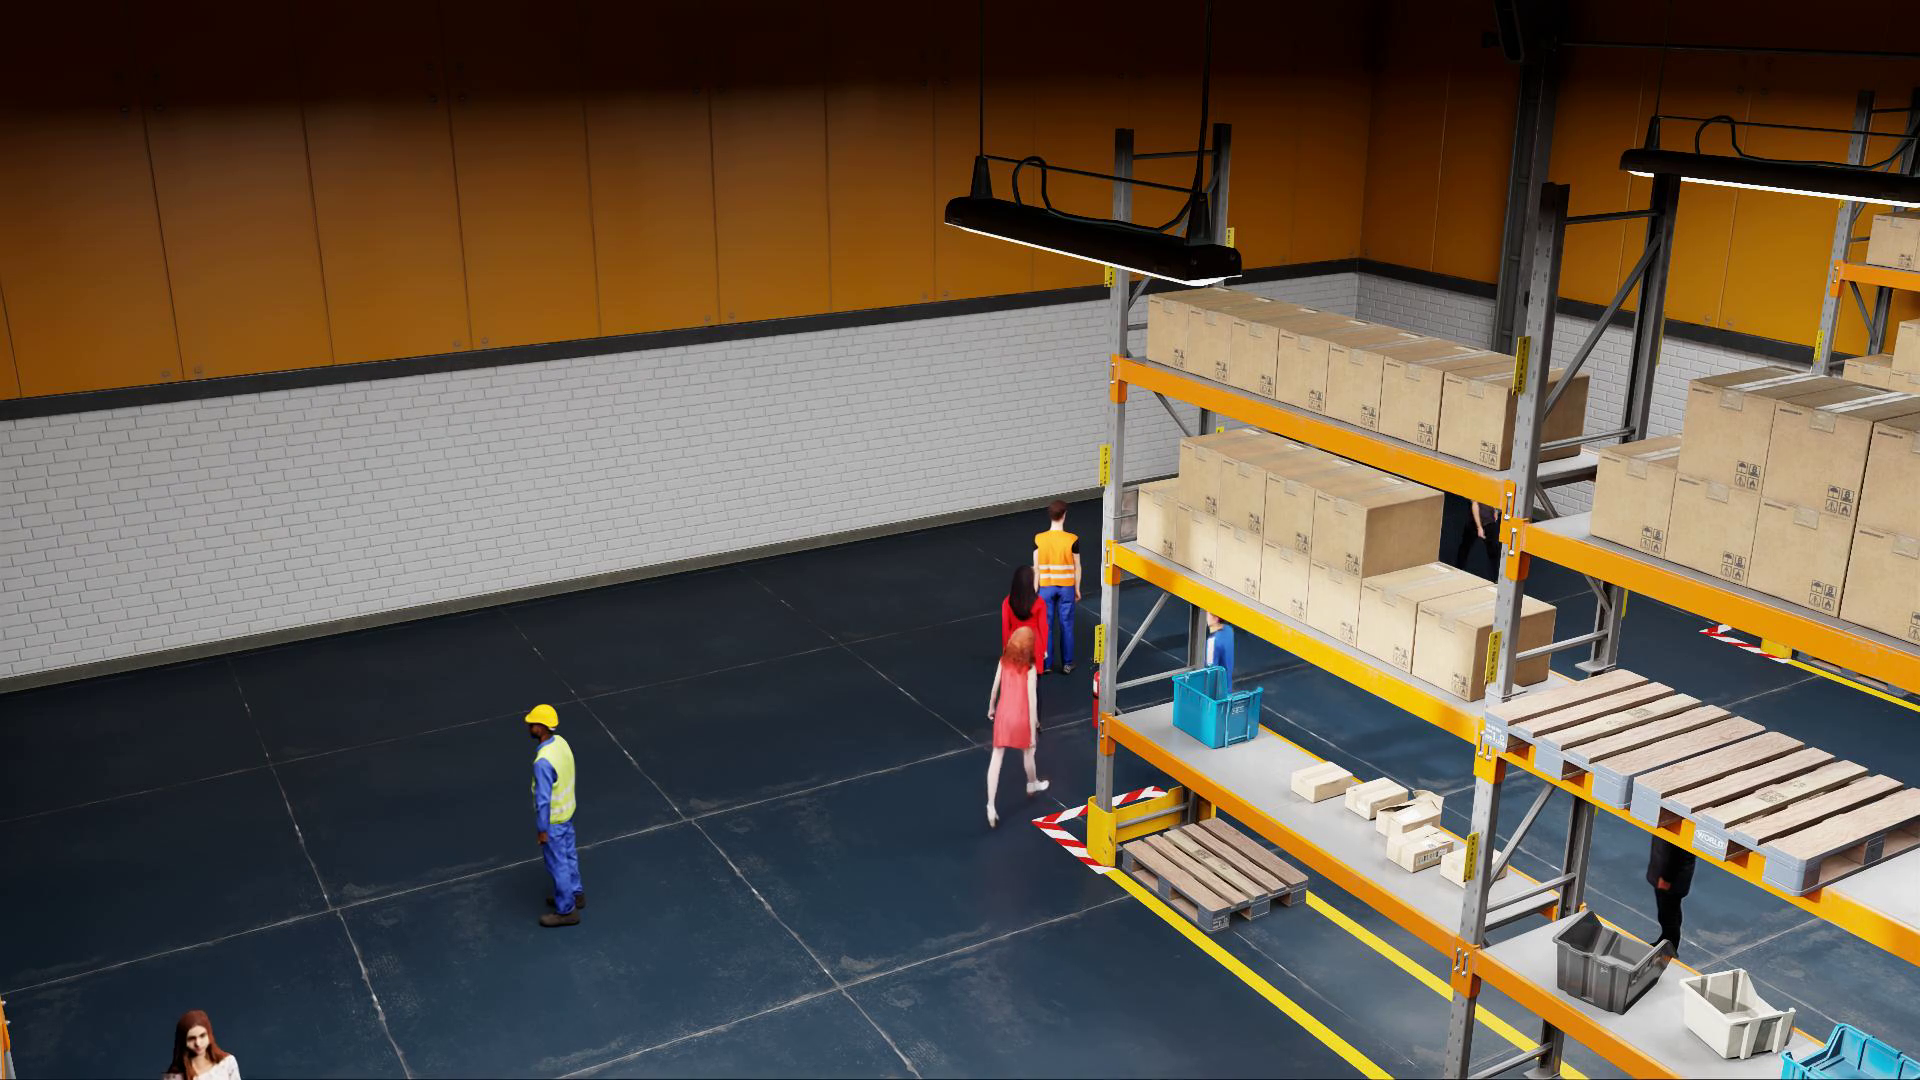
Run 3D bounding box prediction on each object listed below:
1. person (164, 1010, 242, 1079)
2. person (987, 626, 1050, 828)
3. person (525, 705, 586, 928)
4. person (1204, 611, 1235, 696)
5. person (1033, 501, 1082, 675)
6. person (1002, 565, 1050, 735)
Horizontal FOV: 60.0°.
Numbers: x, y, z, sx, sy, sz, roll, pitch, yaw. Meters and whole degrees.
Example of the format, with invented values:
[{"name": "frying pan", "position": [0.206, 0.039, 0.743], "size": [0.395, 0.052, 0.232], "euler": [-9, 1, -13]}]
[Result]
[{"name": "person", "position": [-4.225, 3.378, 9.322], "size": [0.599, 1.714, 0.950], "euler": [-12, 22, -32]}, {"name": "person", "position": [0.423, 1.652, 14.356], "size": [1.186, 1.772, 1.107], "euler": [12, 22, 31]}, {"name": "person", "position": [-3.145, 2.117, 12.912], "size": [0.802, 1.812, 0.687], "euler": [1, 19, 2]}, {"name": "person", "position": [2.398, 1.423, 14.970], "size": [1.279, 1.814, 1.191], "euler": [6, 19, 16]}, {"name": "person", "position": [1.025, 0.509, 17.580], "size": [0.792, 1.880, 0.824], "euler": [2, 19, 6]}, {"name": "person", "position": [0.633, 1.077, 16.099], "size": [0.739, 1.750, 0.793], "euler": [4, 19, 11]}]
